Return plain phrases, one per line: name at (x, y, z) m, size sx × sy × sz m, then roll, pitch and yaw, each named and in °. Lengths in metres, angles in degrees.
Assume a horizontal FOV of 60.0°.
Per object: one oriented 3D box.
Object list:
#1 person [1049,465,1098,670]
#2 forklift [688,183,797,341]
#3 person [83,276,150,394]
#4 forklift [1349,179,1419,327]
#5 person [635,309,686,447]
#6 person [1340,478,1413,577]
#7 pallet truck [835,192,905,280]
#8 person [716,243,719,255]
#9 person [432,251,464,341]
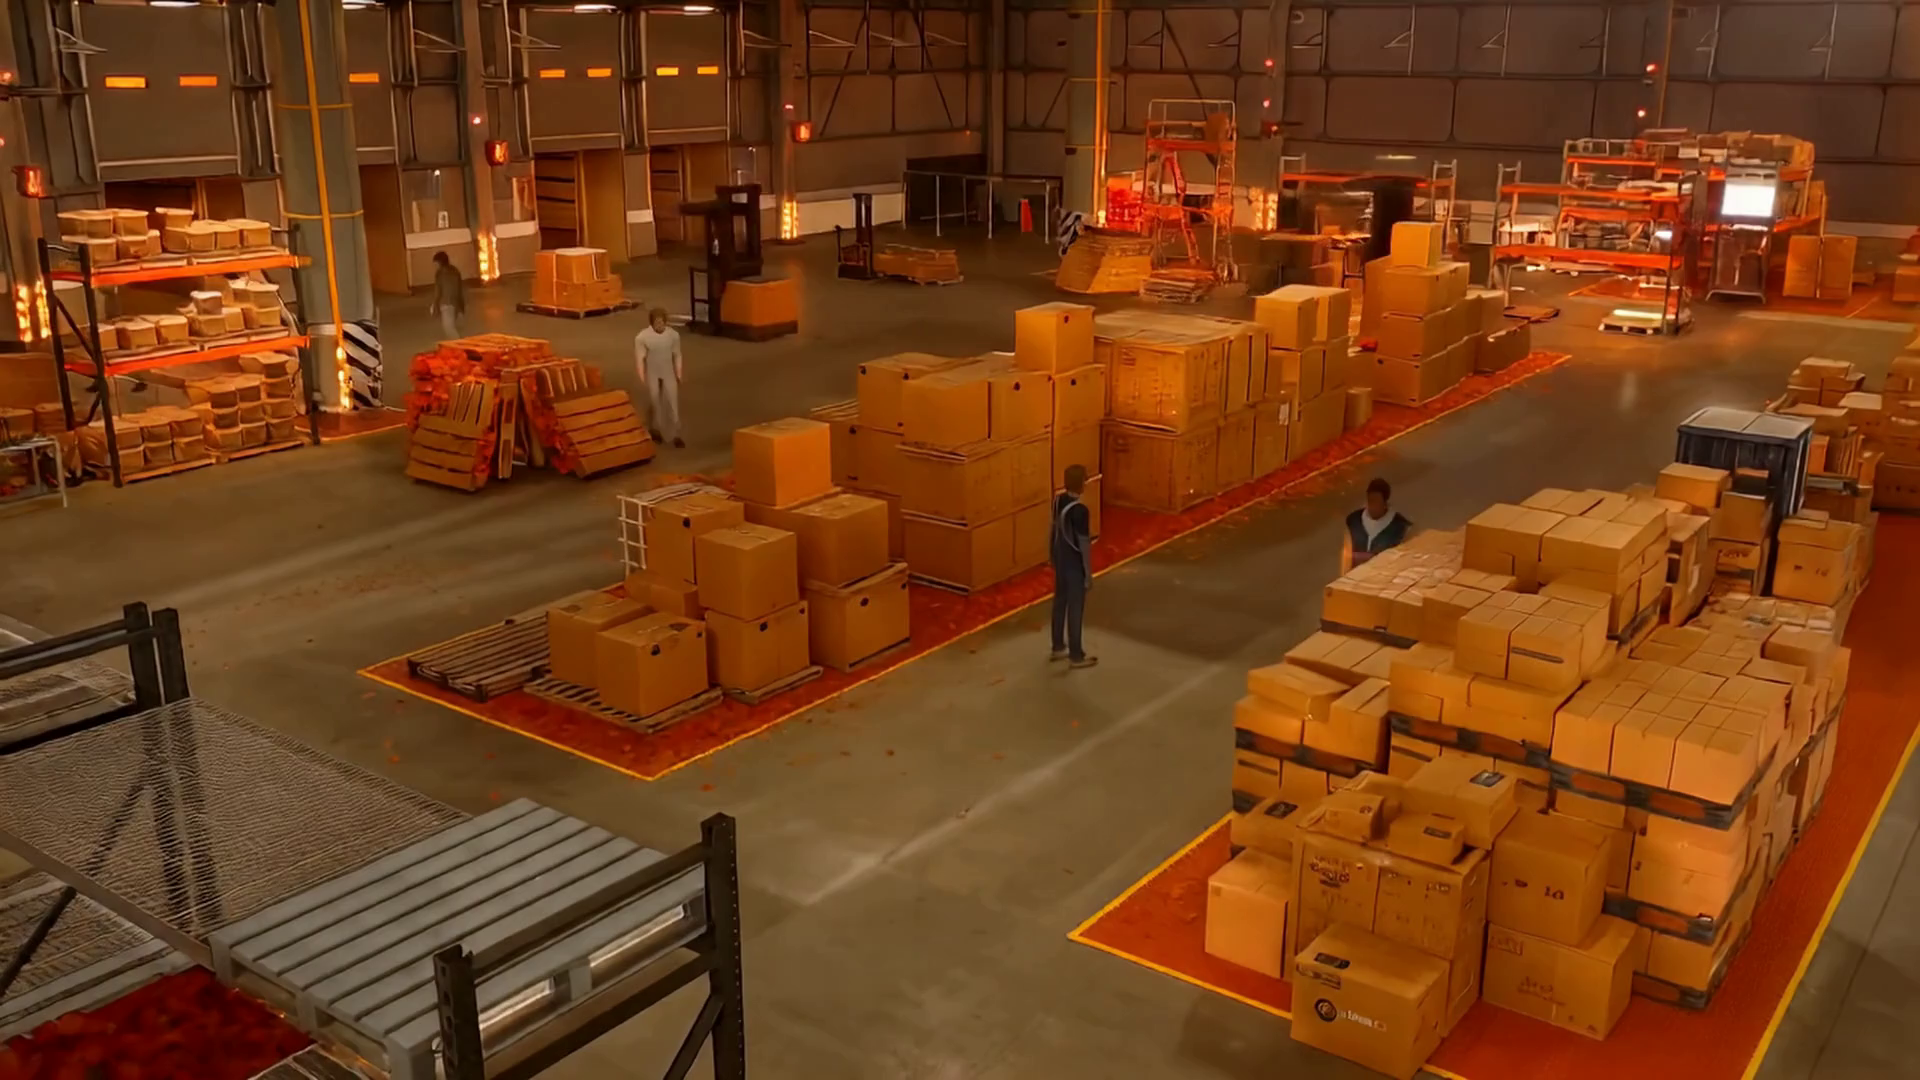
person at (0.996, 0.237, 14.766) m, size 0.347 × 1.838 × 0.505 m, roll -11°, pitch 20°, yaw -32°
forklift at (-4.094, -5.262, 31.199) m, size 1.873 × 2.768 × 1.129 m, roll 12°, pitch 21°, yaw 35°
person at (-13.313, -3.204, 26.091) m, size 0.546 × 1.871 × 0.947 m, roll 15°, pitch 23°, yaw 41°
forklift at (8.401, -5.486, 31.941) m, size 1.873 × 2.768 × 1.129 m, roll 10°, pitch 19°, yaw 29°
person at (-4.073, -2.192, 22.692) m, size 0.647 × 1.899 × 0.927 m, roll -7°, pitch 18°, yaw -21°
person at (3.557, 0.365, 14.250) m, size 0.598 × 1.896 × 0.676 m, roll 12°, pitch 20°, yaw 34°
pallet truck at (-1.936, -7.159, 38.982) m, size 1.885 × 1.965 × 0.823 m, roll -12°, pitch 21°, yaw -34°
person at (-4.586, -5.341, 33.215) m, size 0.945 × 1.843 × 0.588 m, roll 3°, pitch 17°, yaw 9°
person at (-8.889, -4.037, 28.784) m, size 0.669 × 1.920 × 0.521 m, roll 15°, pitch 23°, yaw 41°
